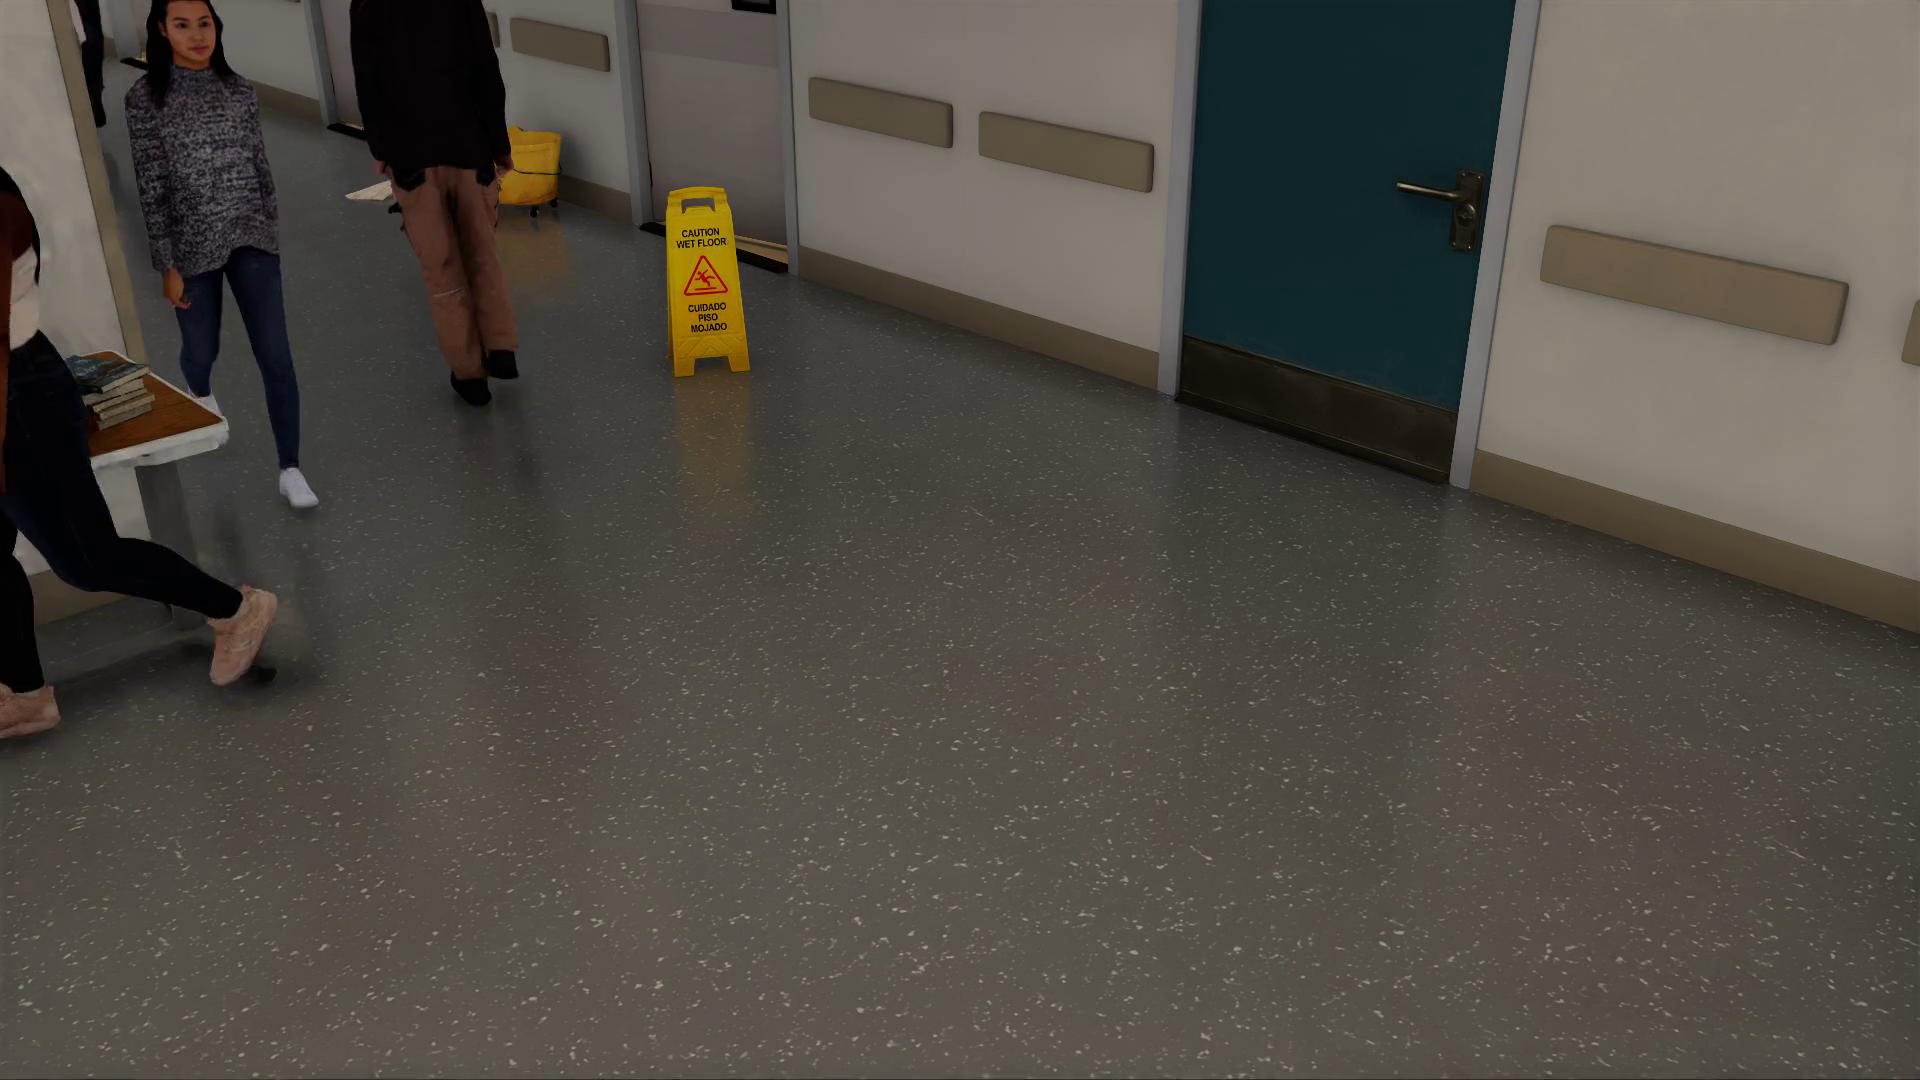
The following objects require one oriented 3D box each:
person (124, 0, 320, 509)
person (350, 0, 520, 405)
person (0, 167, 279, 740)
[{"bbox_3d":[-2.541,-0.983,5.633,0.711,1.704,1.161,-18,31,-33],"label":"person"},{"bbox_3d":[-1.955,-1.413,6.284,0.754,1.913,0.753,-13,29,-25],"label":"person"},{"bbox_3d":[-2.264,-0.316,4.159,0.711,1.783,1.020,-21,33,-37],"label":"person"}]
